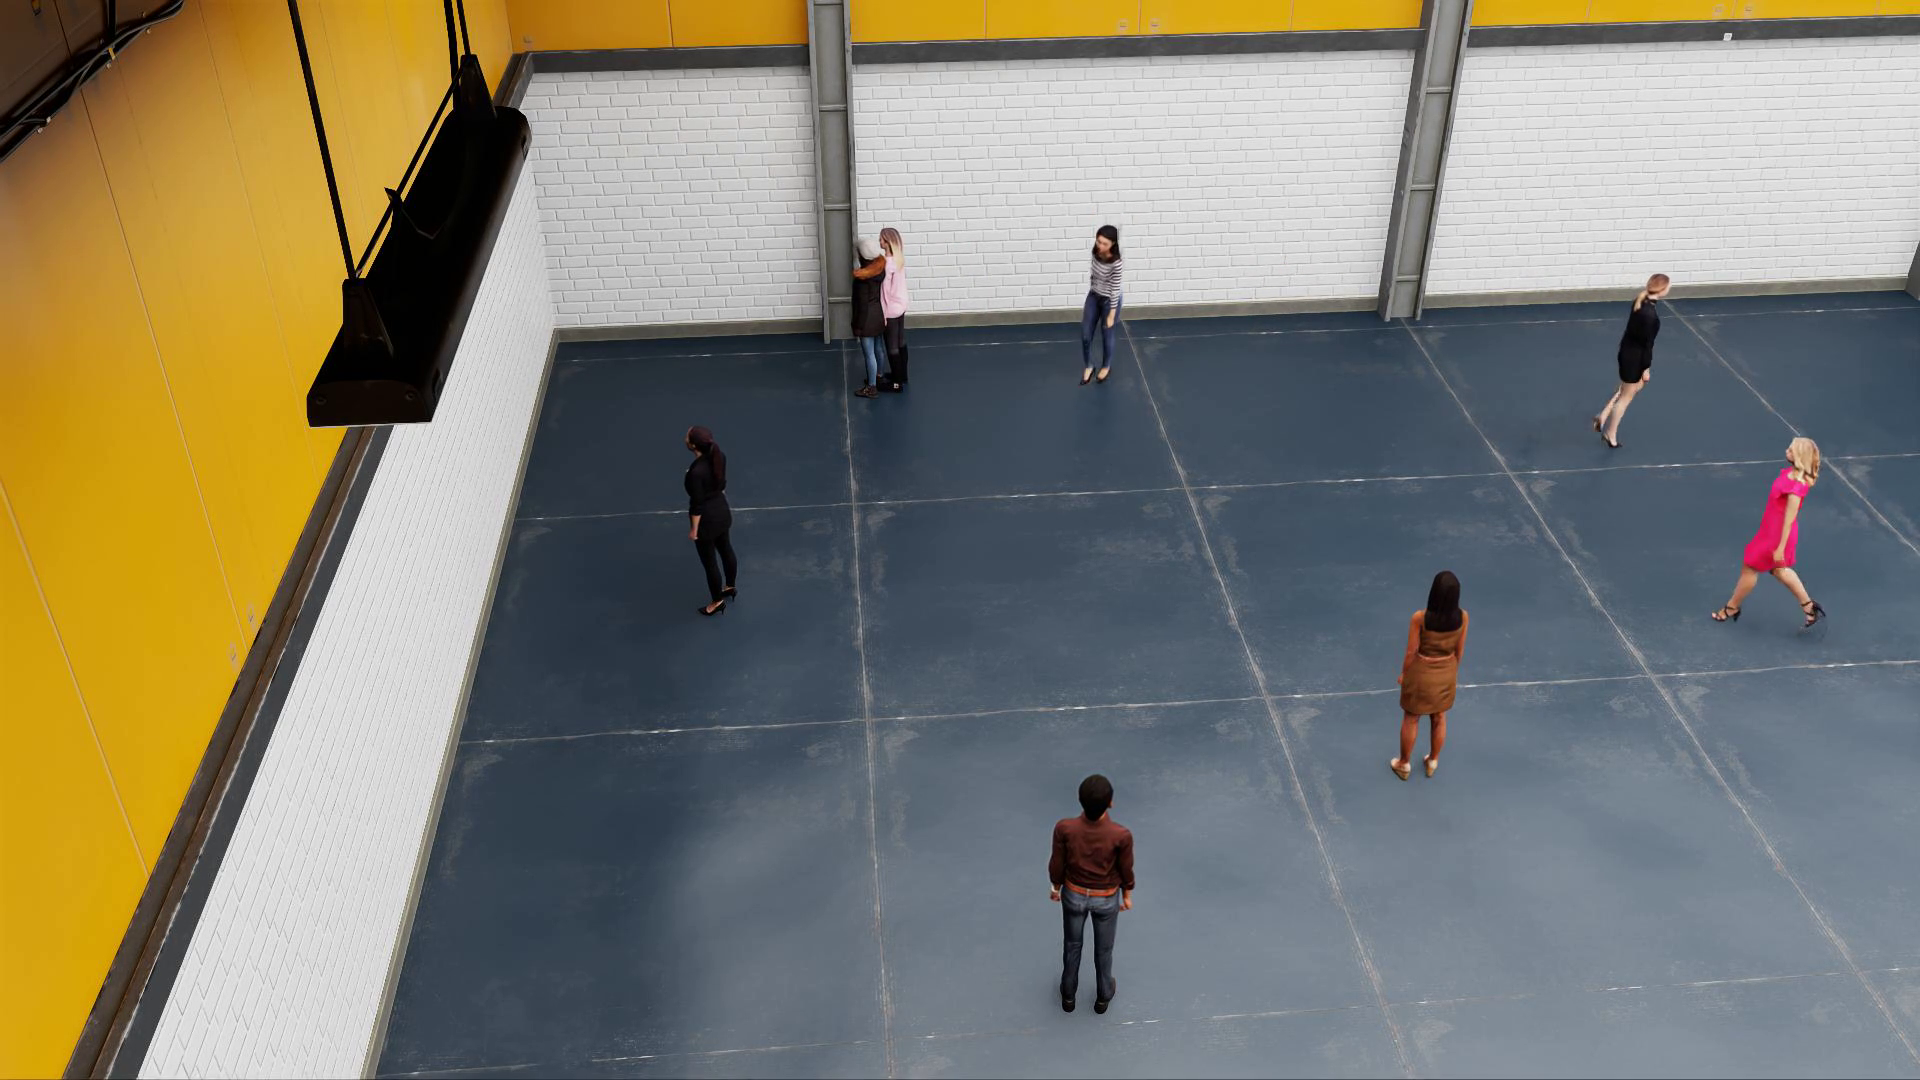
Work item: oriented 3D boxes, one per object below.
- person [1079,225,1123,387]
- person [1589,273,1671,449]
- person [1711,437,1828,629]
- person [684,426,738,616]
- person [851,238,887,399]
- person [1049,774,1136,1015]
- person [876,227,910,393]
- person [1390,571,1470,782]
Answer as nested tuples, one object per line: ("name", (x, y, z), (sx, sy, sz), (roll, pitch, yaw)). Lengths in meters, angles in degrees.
("person", (1.419, -2.272, 16.127), (0.844, 1.761, 0.784), (-24, 40, -31))
("person", (6.042, -1.610, 15.139), (0.683, 1.753, 0.630), (2, 34, 3))
("person", (6.381, -0.005, 12.774), (1.095, 1.697, 0.908), (15, 37, 22))
("person", (-1.955, -0.156, 13.035), (0.705, 1.660, 0.692), (14, 36, 20))
("person", (-0.867, -2.155, 16.066), (0.766, 1.634, 0.739), (13, 36, 19))
("person", (0.757, 2.054, 9.599), (0.546, 1.782, 0.751), (5, 34, 7))
("person", (-0.640, -2.253, 16.166), (0.667, 1.687, 0.668), (11, 35, 15))
("person", (3.209, 0.934, 11.369), (0.447, 1.688, 0.631), (-4, 34, -6))
